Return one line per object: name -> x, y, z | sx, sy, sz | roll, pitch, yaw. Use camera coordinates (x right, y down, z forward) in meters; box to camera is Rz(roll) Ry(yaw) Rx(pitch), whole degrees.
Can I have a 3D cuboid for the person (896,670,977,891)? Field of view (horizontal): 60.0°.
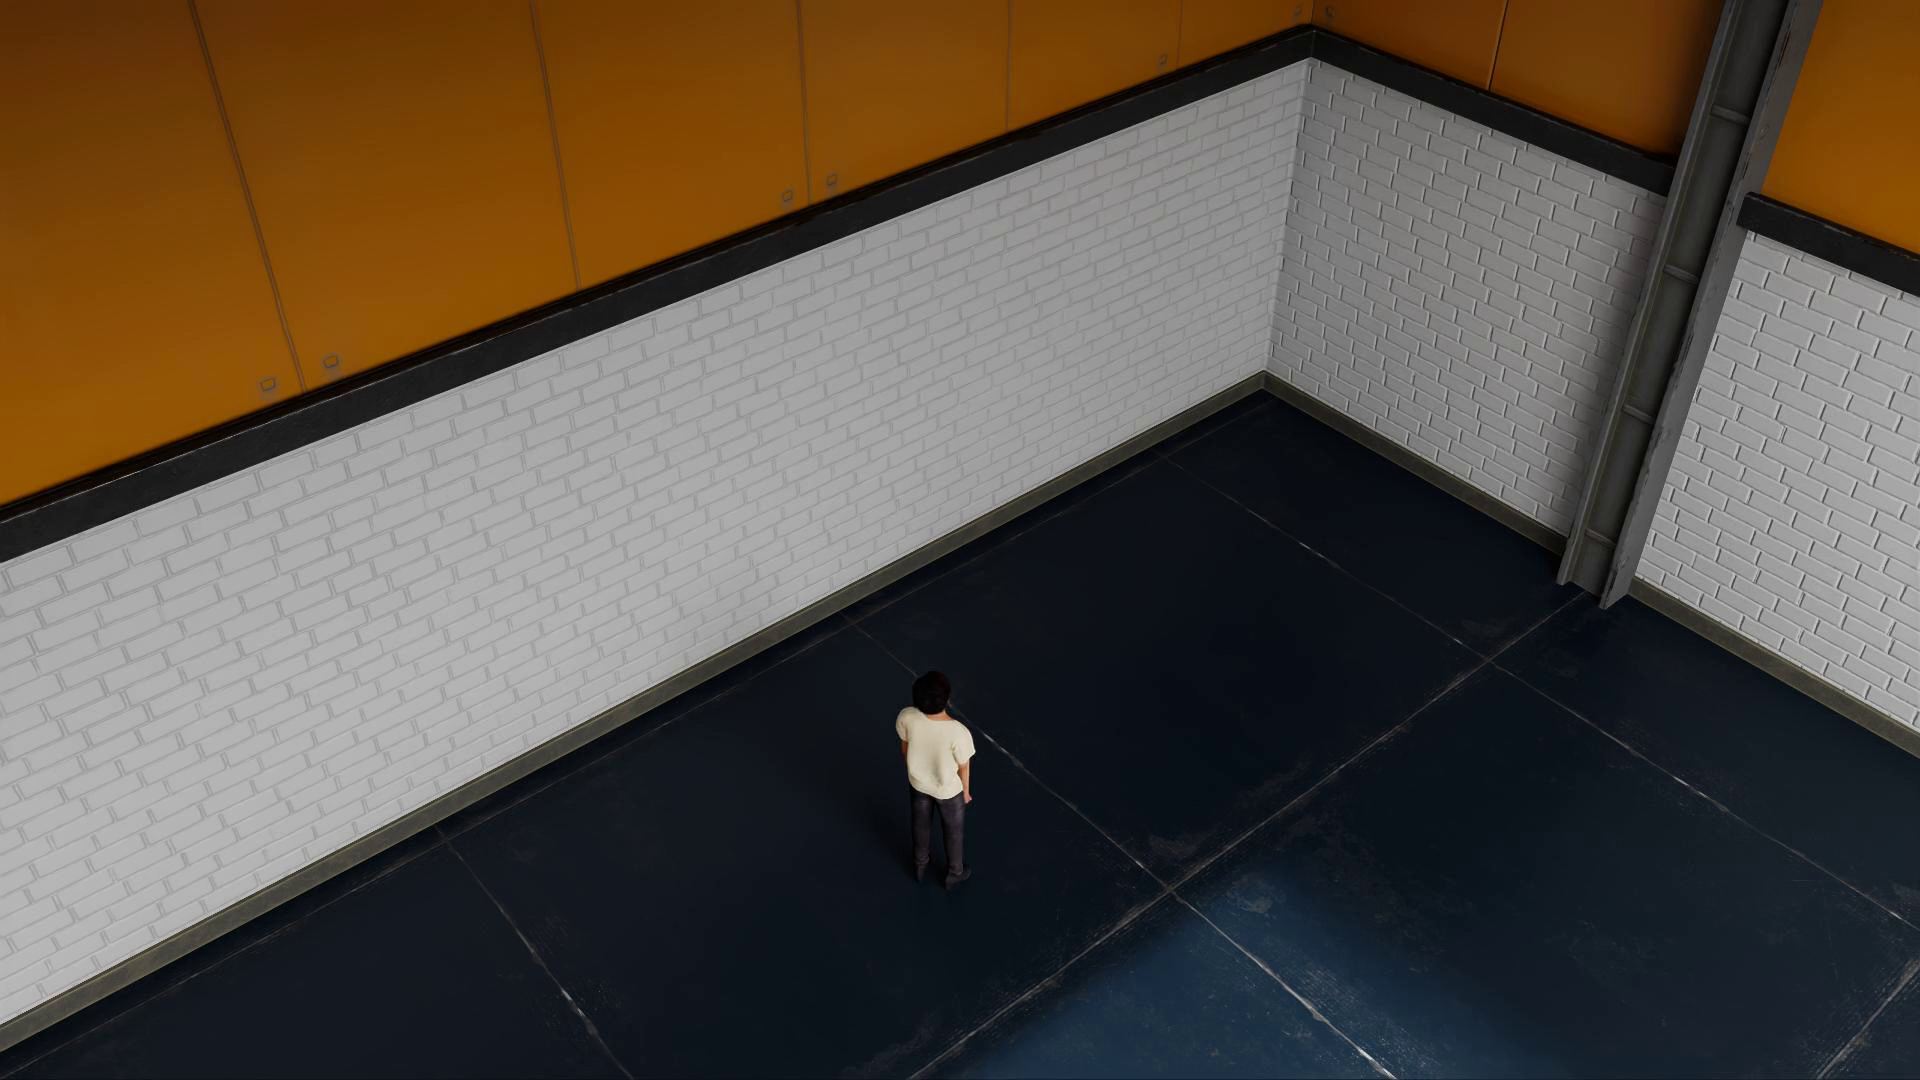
person -> -0.125, 1.318, 9.077 | 0.581, 1.588, 0.720 | 15, 41, 18
